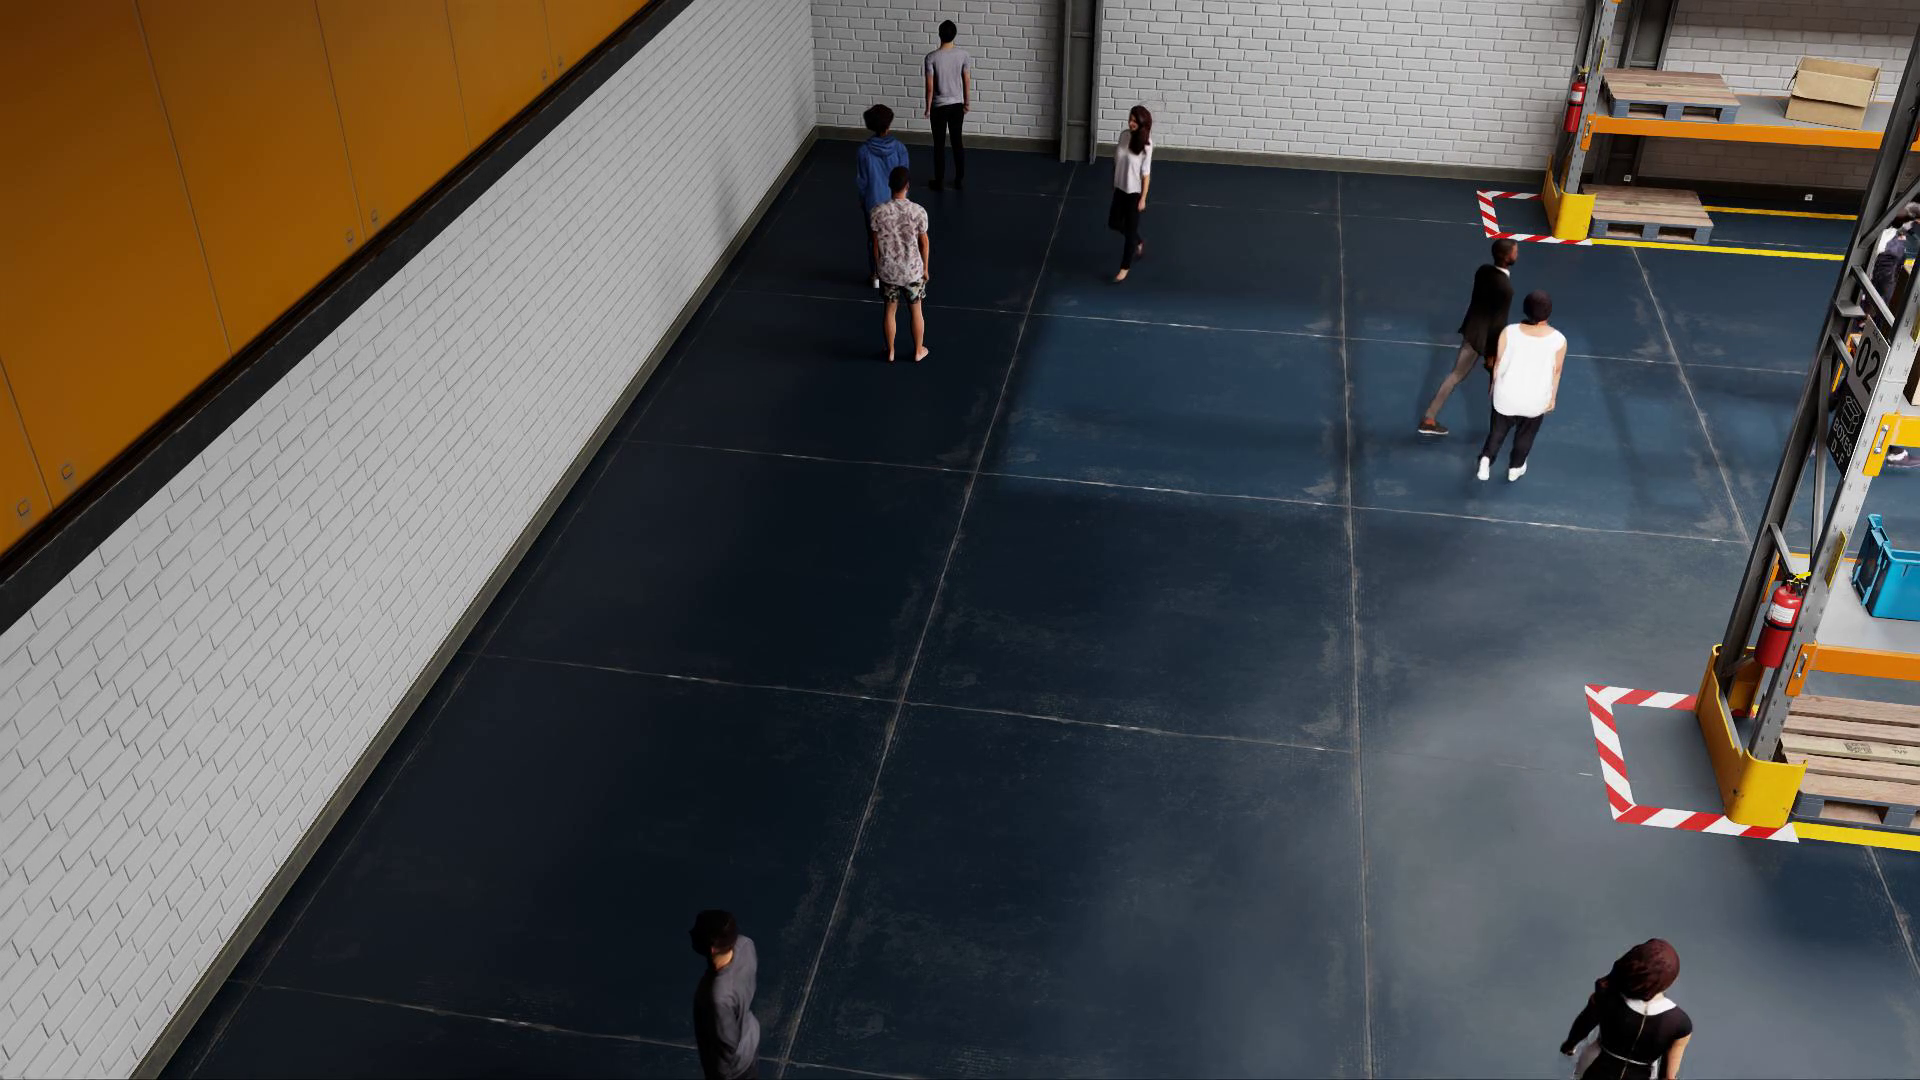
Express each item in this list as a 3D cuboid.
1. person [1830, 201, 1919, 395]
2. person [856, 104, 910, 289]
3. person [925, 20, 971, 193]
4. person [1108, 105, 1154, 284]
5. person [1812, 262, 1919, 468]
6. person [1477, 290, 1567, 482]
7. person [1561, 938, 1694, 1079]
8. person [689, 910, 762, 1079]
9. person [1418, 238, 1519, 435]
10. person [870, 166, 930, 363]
[{"bbox_3d":[7.580,-1.984,14.044,0.698,1.871,0.685,8,34,12],"label":"person"},{"bbox_3d":[-0.740,-3.315,16.107,0.605,1.803,0.789,-3,34,-5],"label":"person"},{"bbox_3d":[-0.139,-4.741,18.197,0.655,1.863,0.798,-9,35,-14],"label":"person"},{"bbox_3d":[1.720,-3.389,16.238,0.928,1.781,0.881,-25,41,-32],"label":"person"},{"bbox_3d":[7.200,-1.381,13.219,1.268,1.779,0.730,3,34,5],"label":"person"},{"bbox_3d":[4.364,-1.145,12.967,0.929,1.665,0.915,21,39,28],"label":"person"},{"bbox_3d":[2.882,2.535,7.387,0.911,1.713,0.766,11,35,16],"label":"person"},{"bbox_3d":[-1.044,2.340,7.638,0.527,1.760,0.607,5,34,8],"label":"person"},{"bbox_3d":[4.190,-1.595,13.566,1.300,1.751,1.041,-9,35,-14],"label":"person"},{"bbox_3d":[-0.521,-2.436,14.774,0.540,1.816,0.749,1,34,2],"label":"person"}]
